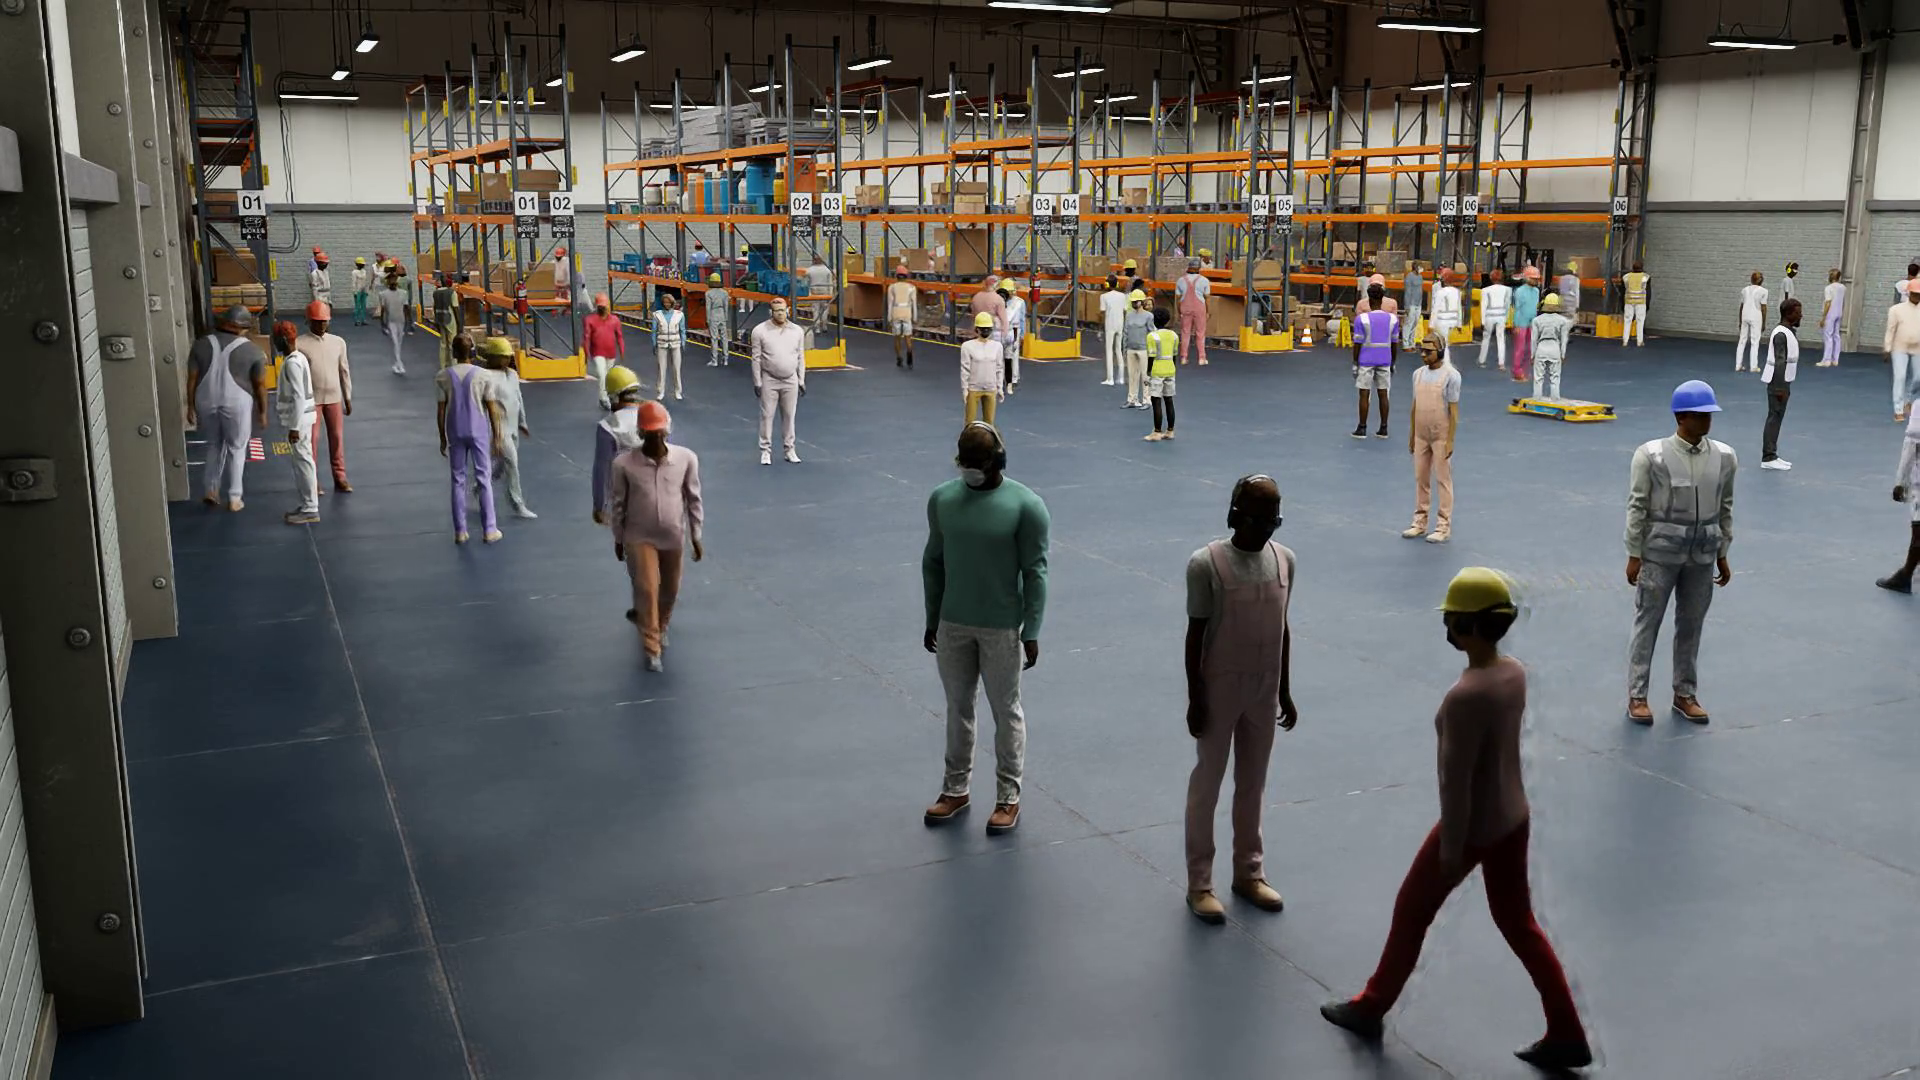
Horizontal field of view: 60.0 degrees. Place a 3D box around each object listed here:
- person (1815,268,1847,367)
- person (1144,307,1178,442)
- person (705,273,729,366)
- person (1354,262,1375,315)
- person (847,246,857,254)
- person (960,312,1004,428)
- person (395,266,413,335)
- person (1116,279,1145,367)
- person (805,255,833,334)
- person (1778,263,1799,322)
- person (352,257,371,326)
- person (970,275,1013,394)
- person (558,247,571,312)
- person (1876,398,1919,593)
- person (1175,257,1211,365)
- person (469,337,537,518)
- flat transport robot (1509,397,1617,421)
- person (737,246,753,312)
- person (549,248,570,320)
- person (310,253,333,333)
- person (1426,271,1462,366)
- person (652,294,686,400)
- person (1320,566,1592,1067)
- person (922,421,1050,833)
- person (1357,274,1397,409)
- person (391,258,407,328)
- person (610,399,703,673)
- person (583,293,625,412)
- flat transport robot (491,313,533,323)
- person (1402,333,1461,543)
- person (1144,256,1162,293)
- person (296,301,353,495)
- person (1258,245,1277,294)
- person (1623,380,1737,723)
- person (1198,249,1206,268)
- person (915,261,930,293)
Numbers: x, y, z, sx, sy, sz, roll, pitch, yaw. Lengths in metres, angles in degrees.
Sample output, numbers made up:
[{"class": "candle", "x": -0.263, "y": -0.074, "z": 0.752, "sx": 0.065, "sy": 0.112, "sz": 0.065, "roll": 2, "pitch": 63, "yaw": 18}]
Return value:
[{"class": "person", "x": 16.355, "y": -4.166, "z": 31.201, "sx": 0.506, "sy": 1.845, "sz": 0.342, "roll": -5, "pitch": 12, "yaw": -24}, {"class": "person", "x": 2.529, "y": -2.083, "z": 20.995, "sx": 0.540, "sy": 1.695, "sz": 0.317, "roll": -9, "pitch": 15, "yaw": -40}, {"class": "person", "x": -4.618, "y": -4.179, "z": 31.530, "sx": 0.487, "sy": 1.744, "sz": 0.296, "roll": -9, "pitch": 14, "yaw": -38}, {"class": "person", "x": 8.516, "y": -4.870, "z": 34.728, "sx": 0.535, "sy": 1.864, "sz": 0.309, "roll": 3, "pitch": 12, "yaw": 16}, {"class": "person", "x": -3.175, "y": -7.595, "z": 48.418, "sx": 0.384, "sy": 1.924, "sz": 0.594, "roll": -5, "pitch": 12, "yaw": -22}, {"class": "person", "x": 0.254, "y": -1.690, "z": 18.819, "sx": 0.523, "sy": 1.769, "sz": 0.320, "roll": -5, "pitch": 12, "yaw": -22}, {"class": "person", "x": -13.183, "y": -5.663, "z": 39.349, "sx": 0.285, "sy": 1.633, "sz": 0.500, "roll": 10, "pitch": 15, "yaw": 42}, {"class": "person", "x": 3.282, "y": -4.017, "z": 30.913, "sx": 0.870, "sy": 1.644, "sz": 0.542, "roll": 6, "pitch": 13, "yaw": 30}, {"class": "person", "x": -3.390, "y": -5.899, "z": 39.945, "sx": 0.679, "sy": 1.860, "sz": 0.952, "roll": -1, "pitch": 11, "yaw": -5}, {"class": "person", "x": 16.942, "y": -4.740, "z": 34.078, "sx": 0.330, "sy": 1.865, "sz": 0.518, "roll": 5, "pitch": 12, "yaw": 23}, {"class": "person", "x": -15.342, "y": -6.357, "z": 42.603, "sx": 0.405, "sy": 1.746, "sz": 0.526, "roll": 3, "pitch": 12, "yaw": 15}, {"class": "person", "x": 0.496, "y": -3.255, "z": 26.451, "sx": 0.759, "sy": 1.897, "sz": 0.395, "roll": 9, "pitch": 15, "yaw": 40}, {"class": "person", "x": -11.543, "y": -7.575, "z": 48.435, "sx": 0.355, "sy": 1.883, "sz": 0.574, "roll": 3, "pitch": 12, "yaw": 15}, {"class": "person", "x": 7.251, "y": -0.471, "z": 12.290, "sx": 0.557, "sy": 1.906, "sz": 0.918, "roll": -3, "pitch": 12, "yaw": -17}, {"class": "person", "x": 4.469, "y": -4.368, "z": 31.727, "sx": 0.679, "sy": 2.000, "sz": 0.537, "roll": 5, "pitch": 12, "yaw": 24}, {"class": "person", "x": -4.399, "y": -1.075, "z": 15.819, "sx": 0.766, "sy": 1.721, "sz": 0.486, "roll": 4, "pitch": 12, "yaw": 20}, {"class": "flat transport robot", "x": 8.508, "y": -1.863, "z": 23.508, "sx": 0.652, "sy": 0.197, "sz": 1.431, "roll": -5, "pitch": 12, "yaw": -23}, {"class": "person", "x": -6.243, "y": -7.576, "z": 48.320, "sx": 0.595, "sy": 1.925, "sz": 0.374, "roll": -4, "pitch": 12, "yaw": -21}, {"class": "person", "x": -10.890, "y": -6.961, "z": 45.158, "sx": 0.640, "sy": 1.944, "sz": 0.676, "roll": -3, "pitch": 11, "yaw": -13}, {"class": "person", "x": -13.600, "y": -5.111, "z": 35.546, "sx": 0.422, "sy": 2.035, "sz": 0.601, "roll": 1, "pitch": 11, "yaw": 6}, {"class": "person", "x": 8.445, "y": -3.743, "z": 29.002, "sx": 0.711, "sy": 1.858, "sz": 0.515, "roll": -7, "pitch": 13, "yaw": -32}, {"class": "person", "x": -4.498, "y": -2.983, "z": 25.721, "sx": 0.518, "sy": 1.636, "sz": 0.312, "roll": -1, "pitch": 11, "yaw": -7}, {"class": "person", "x": 1.737, "y": 0.938, "z": 5.626, "sx": 0.901, "sy": 1.715, "sz": 0.534, "roll": 11, "pitch": 15, "yaw": 44}, {"class": "person", "x": 0.104, "y": 0.402, "z": 7.762, "sx": 0.627, "sy": 1.934, "sz": 0.372, "roll": 5, "pitch": 12, "yaw": 26}, {"class": "person", "x": 6.071, "y": -2.881, "z": 24.311, "sx": 0.608, "sy": 1.987, "sz": 0.391, "roll": 0, "pitch": 11, "yaw": 1}, {"class": "person", "x": -14.176, "y": -6.218, "z": 41.858, "sx": 0.560, "sy": 1.753, "sz": 0.328, "roll": 5, "pitch": 12, "yaw": 24}, {"class": "person", "x": -1.965, "y": -0.071, "z": 10.713, "sx": 0.573, "sy": 1.726, "sz": 0.791, "roll": -4, "pitch": 12, "yaw": -20}, {"class": "person", "x": -5.236, "y": -2.771, "z": 24.461, "sx": 0.575, "sy": 1.712, "sz": 0.882, "roll": -6, "pitch": 13, "yaw": -29}, {"class": "flat transport robot", "x": -11.856, "y": -5.876, "z": 43.906, "sx": 0.652, "sy": 0.197, "sz": 1.431, "roll": -8, "pitch": 13, "yaw": -34}, {"class": "person", "x": 4.154, "y": -0.900, "z": 14.632, "sx": 0.339, "sy": 1.839, "sz": 0.503, "roll": -8, "pitch": 14, "yaw": -35}, {"class": "person", "x": 5.124, "y": -6.756, "z": 44.650, "sx": 0.583, "sy": 1.722, "sz": 0.575, "roll": 0, "pitch": 11, "yaw": 1}, {"class": "person", "x": -6.541, "y": -1.452, "z": 17.058, "sx": 0.619, "sy": 1.985, "sz": 0.407, "roll": -11, "pitch": 15, "yaw": -43}, {"class": "person", "x": 8.397, "y": -7.132, "z": 45.826, "sx": 0.628, "sy": 2.014, "sz": 0.730, "roll": -5, "pitch": 12, "yaw": -22}, {"class": "person", "x": 4.057, "y": 0.071, "z": 9.399, "sx": 0.615, "sy": 1.950, "sz": 0.375, "roll": -1, "pitch": 11, "yaw": -3}, {"class": "person", "x": 7.510, "y": -8.174, "z": 51.776, "sx": 0.313, "sy": 1.769, "sz": 0.525, "roll": 4, "pitch": 12, "yaw": 18}, {"class": "person", "x": -1.070, "y": -6.932, "z": 45.098, "sx": 0.636, "sy": 1.911, "sz": 0.404, "roll": -5, "pitch": 12, "yaw": -22}]
